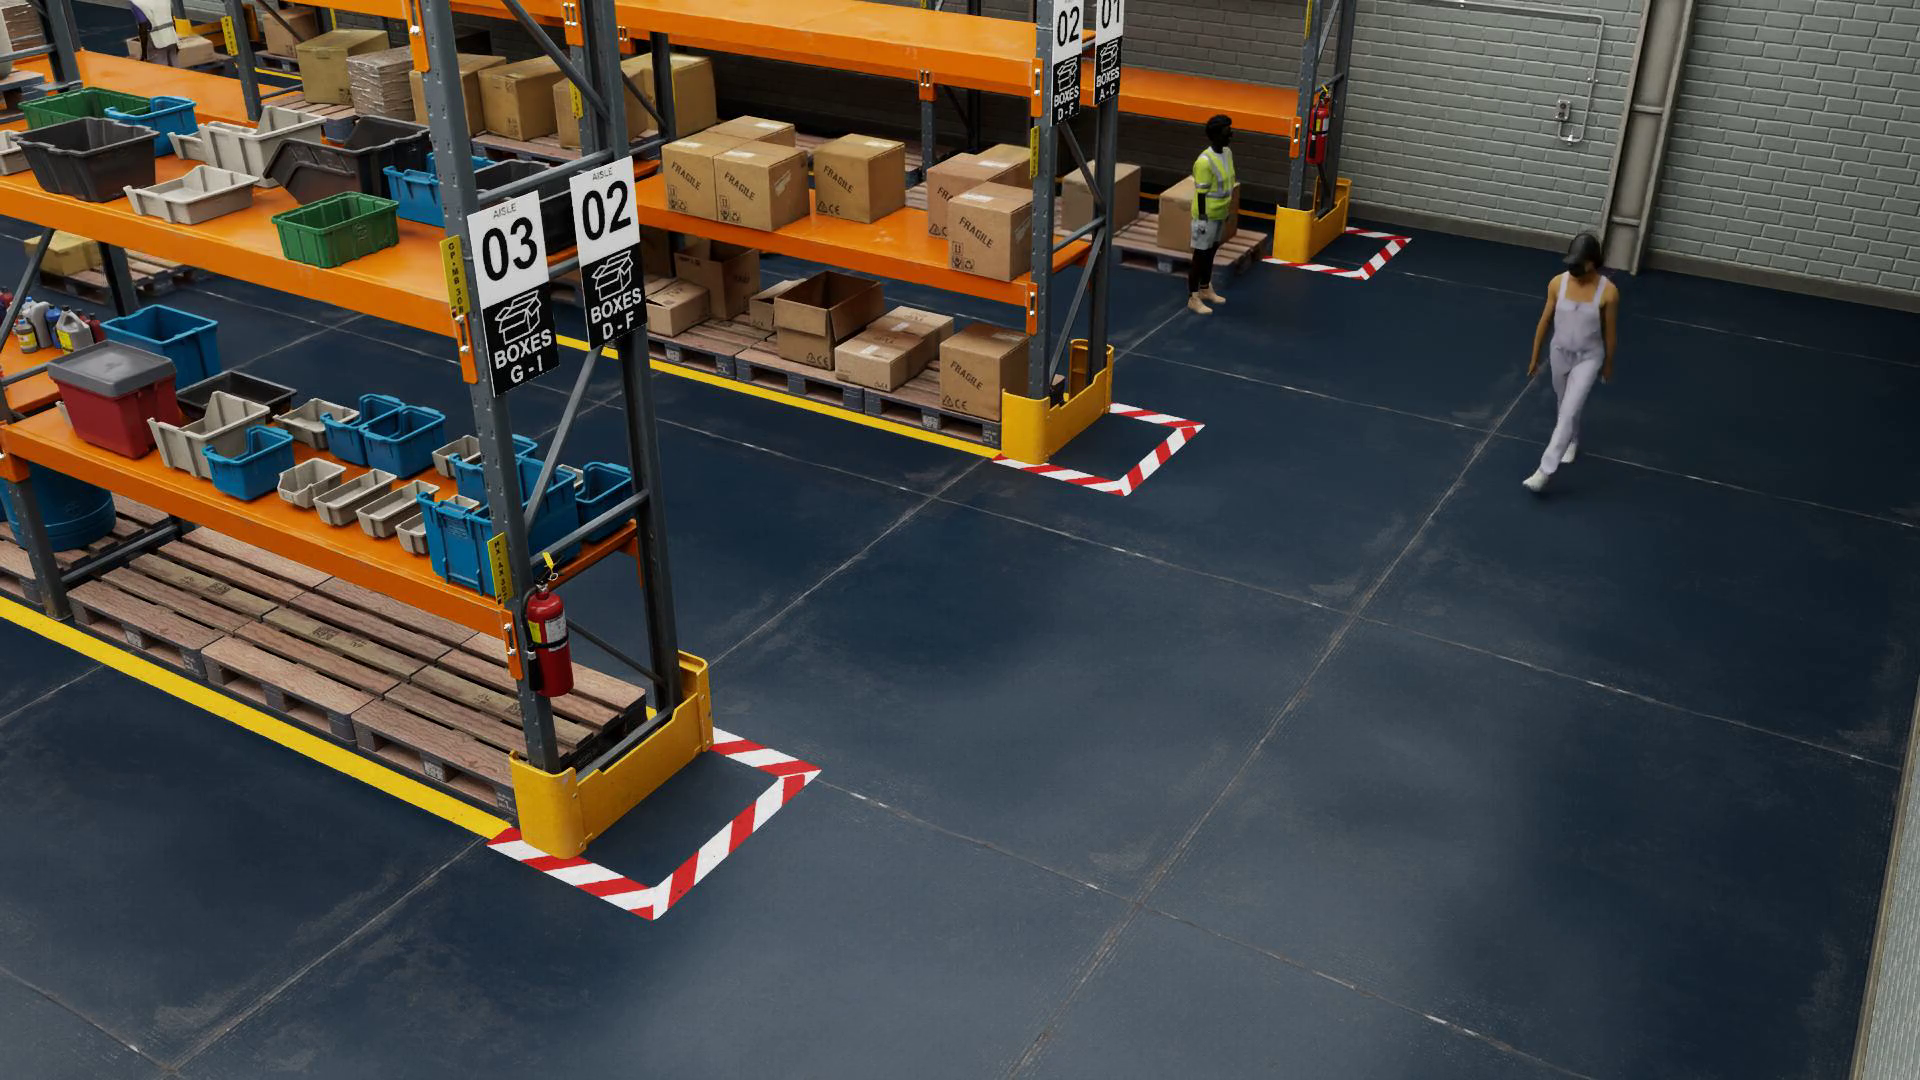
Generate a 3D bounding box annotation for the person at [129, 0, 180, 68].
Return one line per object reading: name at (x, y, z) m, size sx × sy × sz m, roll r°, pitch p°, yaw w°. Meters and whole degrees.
person at (-9.261, -5.714, 19.266) m, size 0.390 × 1.847 × 0.562 m, roll 9°, pitch 30°, yaw 16°

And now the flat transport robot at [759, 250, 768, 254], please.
flat transport robot at (-2.294, -3.061, 16.125) m, size 1.431 × 0.231 × 0.659 m, roll 17°, pitch 33°, yaw 27°

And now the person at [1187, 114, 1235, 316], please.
person at (2.142, -2.772, 14.140) m, size 0.319 × 1.696 × 0.531 m, roll 17°, pitch 33°, yaw 28°

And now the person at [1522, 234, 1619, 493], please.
person at (4.157, -1.244, 11.298) m, size 0.513 × 1.788 × 1.048 m, roll 23°, pitch 36°, yaw 35°
